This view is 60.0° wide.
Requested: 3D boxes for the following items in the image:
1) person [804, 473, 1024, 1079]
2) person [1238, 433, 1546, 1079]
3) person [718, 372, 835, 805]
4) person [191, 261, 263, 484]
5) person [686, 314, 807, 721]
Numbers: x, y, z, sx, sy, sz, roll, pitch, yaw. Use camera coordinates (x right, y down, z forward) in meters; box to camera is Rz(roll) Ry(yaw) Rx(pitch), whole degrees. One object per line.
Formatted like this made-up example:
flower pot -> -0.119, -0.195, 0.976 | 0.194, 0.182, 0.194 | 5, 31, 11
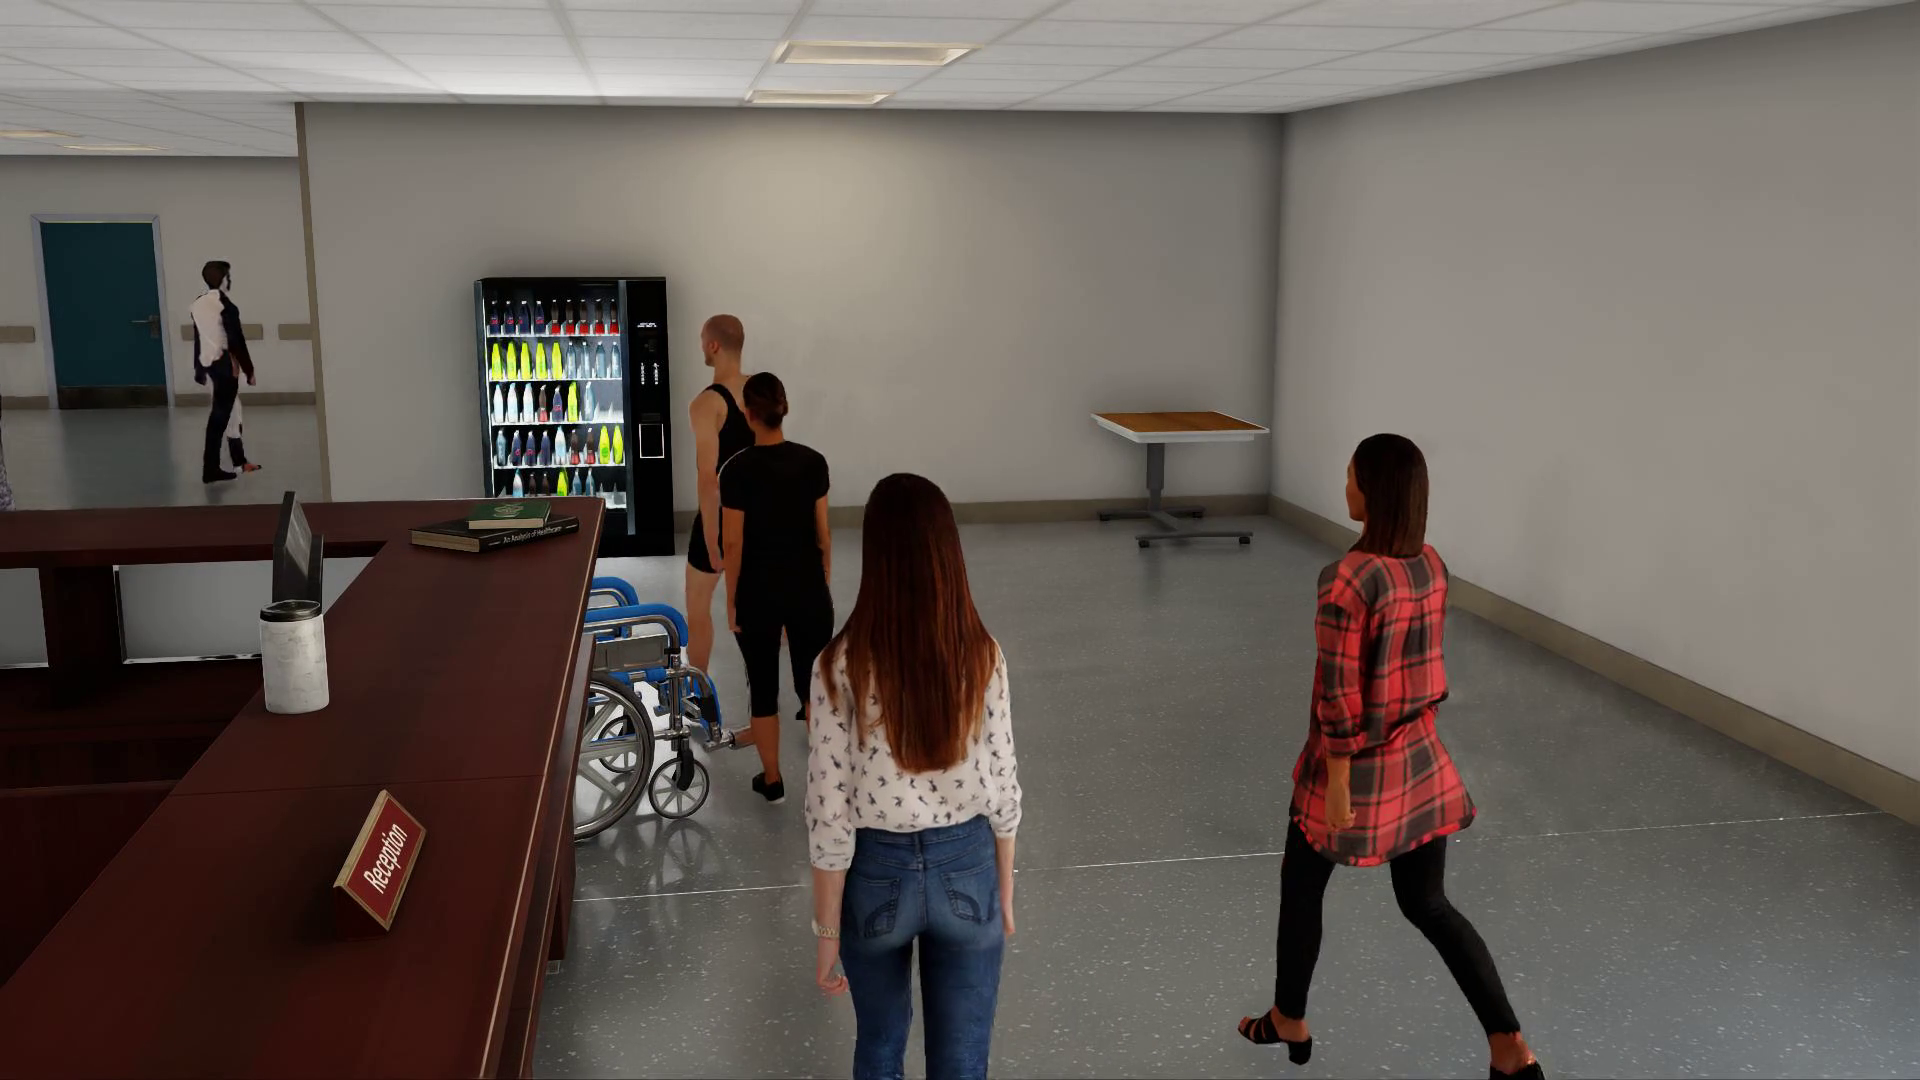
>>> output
person -> -0.061, 0.754, 3.232 | 1.072, 1.685, 0.700 | -1, 11, -7
person -> 1.090, 0.608, 4.043 | 1.134, 1.669, 1.020 | -8, 13, -36
person -> -0.628, 0.234, 6.083 | 0.952, 1.644, 0.753 | -4, 11, -19
person -> -6.385, -1.413, 14.166 | 0.969, 1.867, 1.030 | 8, 13, 35
person -> -0.899, -0.053, 7.235 | 1.207, 1.778, 1.162 | 8, 13, 36
